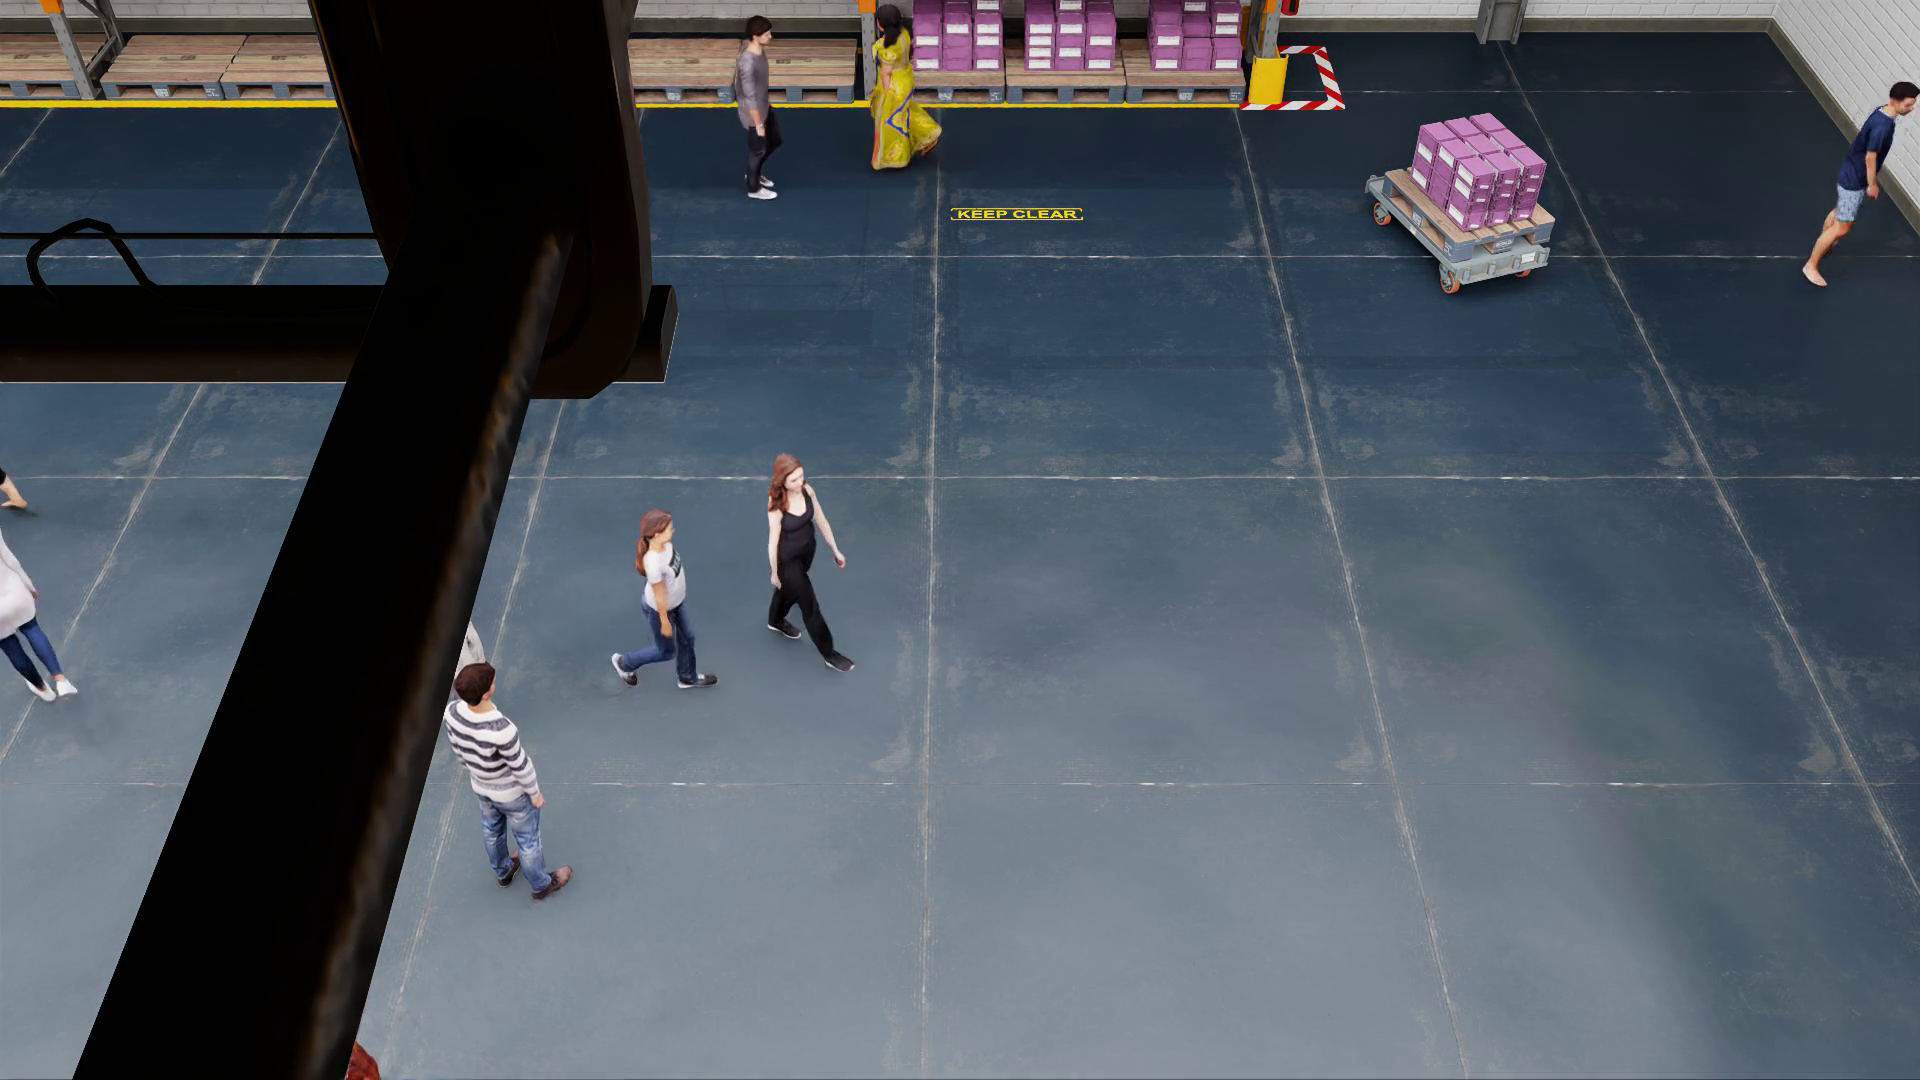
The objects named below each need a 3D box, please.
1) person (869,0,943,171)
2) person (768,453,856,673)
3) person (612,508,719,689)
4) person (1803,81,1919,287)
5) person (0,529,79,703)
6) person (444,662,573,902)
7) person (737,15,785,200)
[{"bbox_3d":[-0.530,-4.179,15.461,1.019,1.643,0.876,12,45,12],"label":"person"},{"bbox_3d":[-1.165,0.067,10.957,1.112,1.708,0.945,23,48,22],"label":"person"},{"bbox_3d":[-1.969,0.412,10.715,0.896,1.542,0.575,3,44,3],"label":"person"},{"bbox_3d":[7.671,-3.128,14.226,0.893,1.826,1.009,12,45,12],"label":"person"},{"bbox_3d":[-6.040,0.440,10.522,0.919,1.768,0.854,32,52,29],"label":"person"},{"bbox_3d":[-2.624,1.378,9.477,0.634,1.852,0.783,20,47,19],"label":"person"},{"bbox_3d":[-1.934,-3.895,15.029,0.690,1.829,0.756,4,44,4],"label":"person"}]
